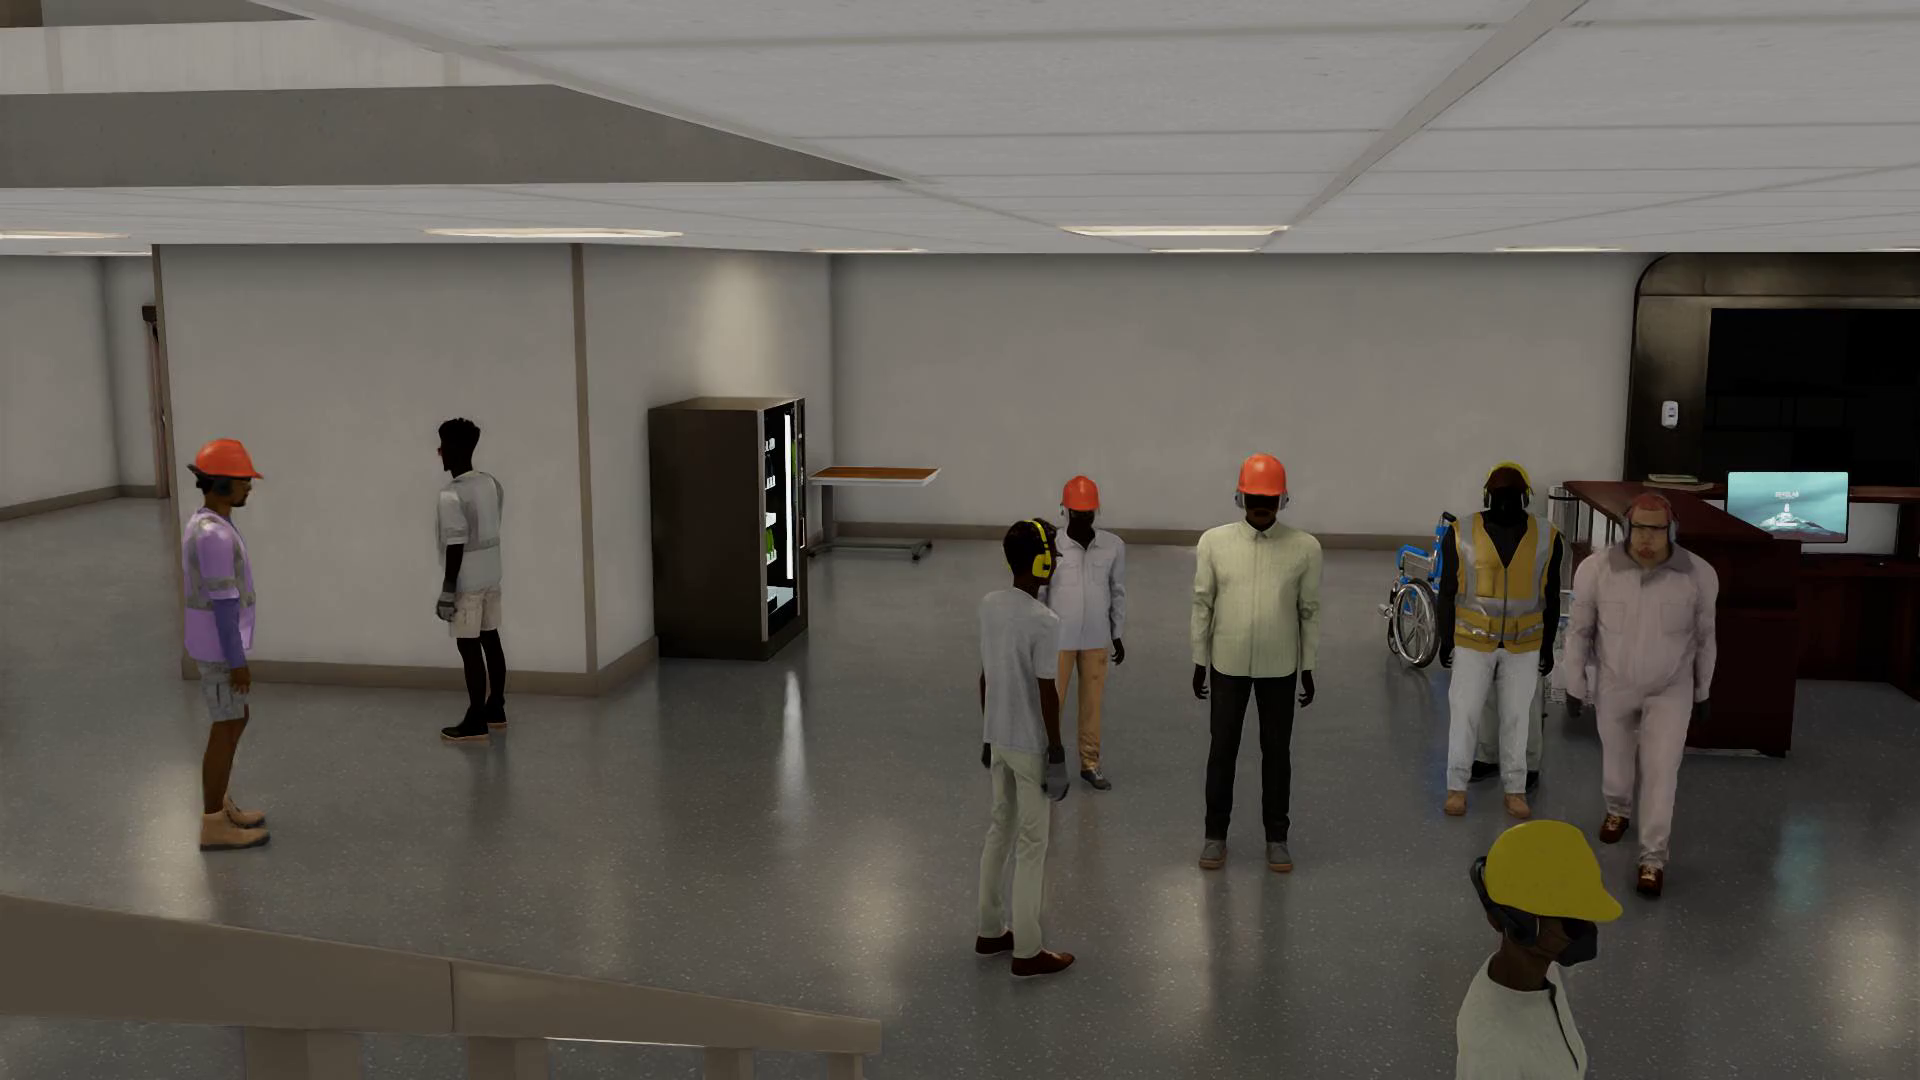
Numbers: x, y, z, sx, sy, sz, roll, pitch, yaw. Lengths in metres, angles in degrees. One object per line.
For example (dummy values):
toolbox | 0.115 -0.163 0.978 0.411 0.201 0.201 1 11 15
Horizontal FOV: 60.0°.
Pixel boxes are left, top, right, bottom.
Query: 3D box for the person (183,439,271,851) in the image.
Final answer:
person | -3.605 0.513 8.219 0.418 2.029 0.620 -4 10 -25

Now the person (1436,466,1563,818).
person | 2.805 0.532 8.678 0.627 1.844 0.429 2 9 10

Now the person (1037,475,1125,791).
person | 0.648 0.514 9.051 0.564 1.751 0.342 -3 10 -16

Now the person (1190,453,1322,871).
person | 1.398 0.580 7.903 0.612 1.996 0.376 1 9 8

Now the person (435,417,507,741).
person | -2.980 0.238 10.102 0.369 1.967 0.600 2 9 12

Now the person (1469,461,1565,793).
person | 2.991 0.468 9.141 0.417 1.819 0.618 -7 12 -39

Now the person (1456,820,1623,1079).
person | 1.139 1.422 3.415 0.331 1.768 0.527 5 10 27

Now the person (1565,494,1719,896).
person | 3.222 0.668 7.910 0.656 1.832 1.076 5 10 26

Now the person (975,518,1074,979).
person | 0.256 0.837 6.757 0.322 1.858 0.512 -6 11 -32
